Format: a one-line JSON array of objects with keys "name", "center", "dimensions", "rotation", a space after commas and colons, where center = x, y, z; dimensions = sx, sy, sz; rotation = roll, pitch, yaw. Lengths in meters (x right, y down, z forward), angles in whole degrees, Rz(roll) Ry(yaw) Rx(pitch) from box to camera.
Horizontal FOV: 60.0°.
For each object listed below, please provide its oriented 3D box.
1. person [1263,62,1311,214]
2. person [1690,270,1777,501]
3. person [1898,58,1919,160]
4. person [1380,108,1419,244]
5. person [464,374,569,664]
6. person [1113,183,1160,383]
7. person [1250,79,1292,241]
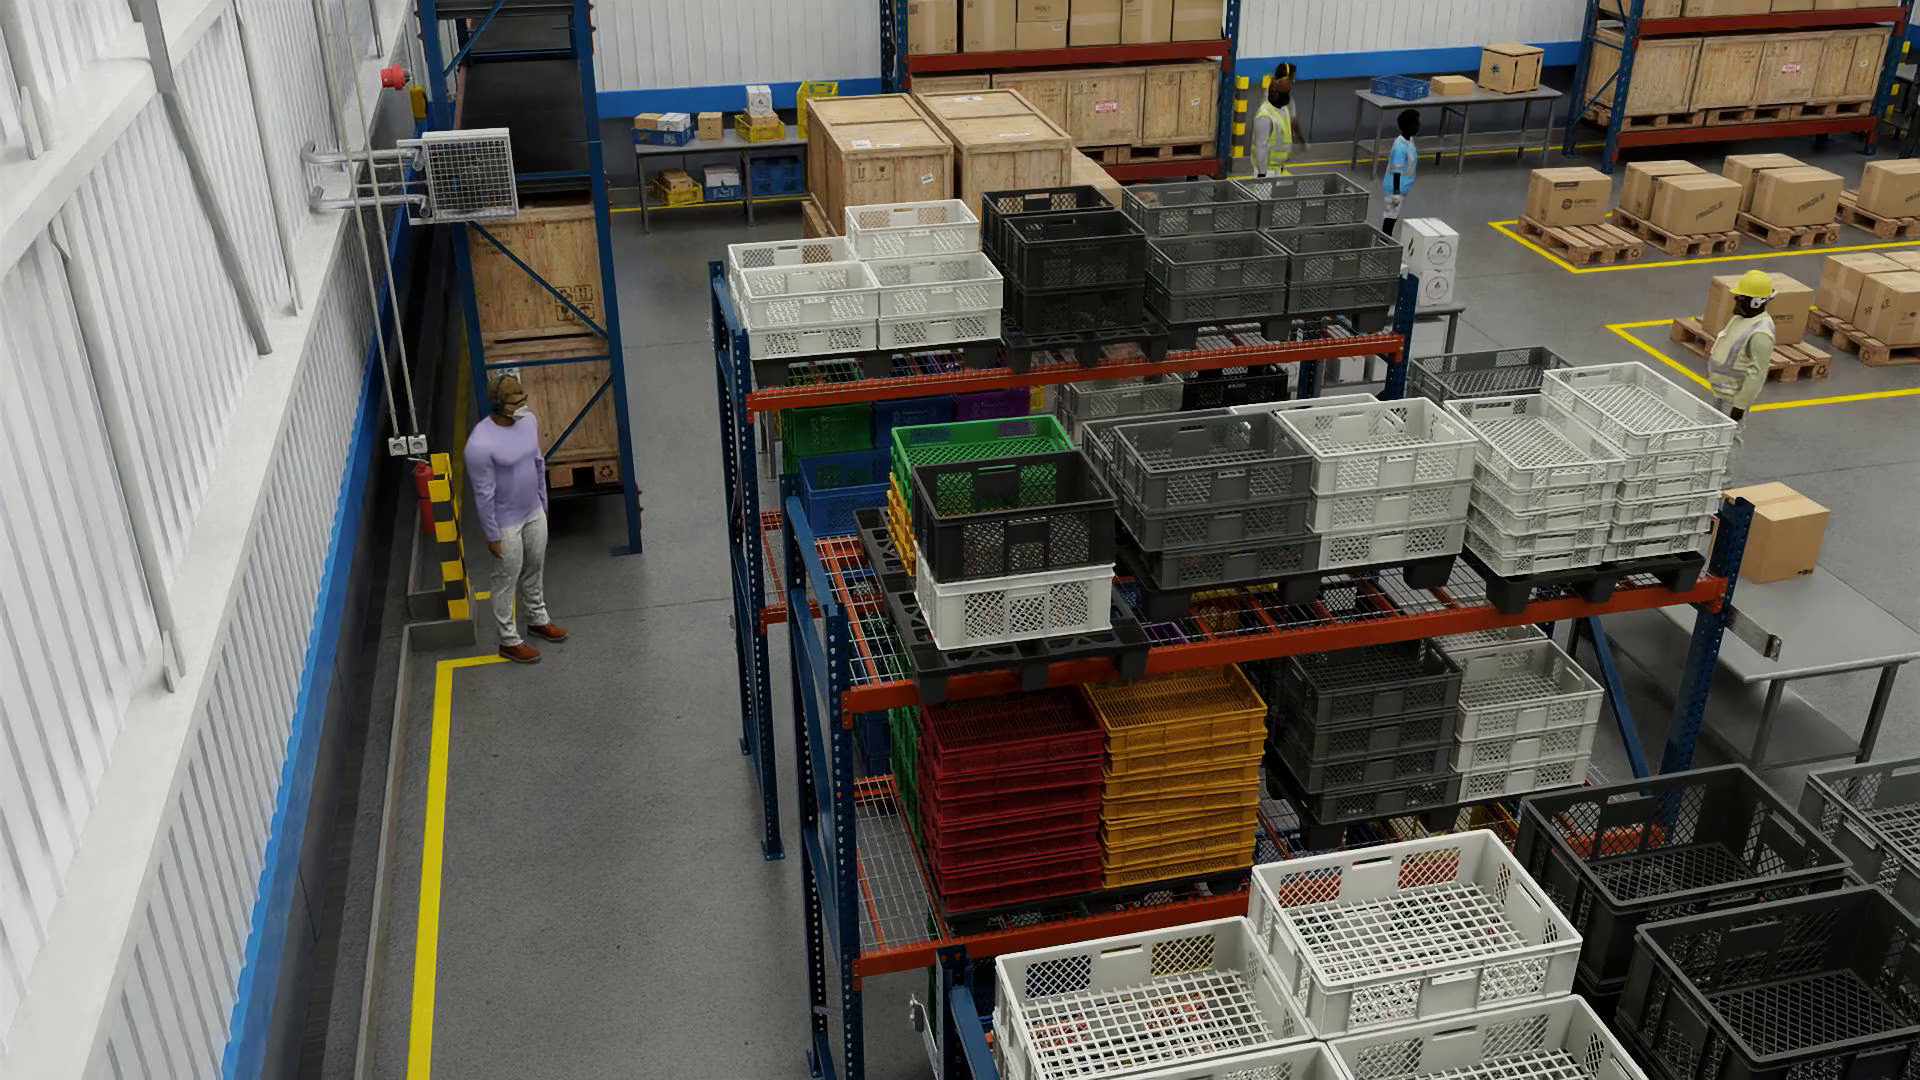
[{"name": "person", "center": [3.651, -4.492, 18.869], "dimensions": [0.562, 1.852, 0.543], "rotation": [-11, 30, -20]}, {"name": "person", "center": [5.816, -1.146, 12.527], "dimensions": [0.404, 1.832, 0.596], "rotation": [4, 28, 7]}, {"name": "person", "center": [11.804, -5.235, 20.195], "dimensions": [0.587, 1.920, 0.392], "rotation": [6, 28, 11]}, {"name": "person", "center": [4.607, -3.682, 17.481], "dimensions": [0.322, 1.697, 0.535], "rotation": [11, 30, 20]}, {"name": "person", "center": [-2.818, -0.150, 10.539], "dimensions": [0.364, 1.932, 0.630], "rotation": [12, 30, 22]}, {"name": "person", "center": [1.468, -2.127, 14.359], "dimensions": [0.540, 1.900, 0.685], "rotation": [2, 28, 3]}, {"name": "person", "center": [3.389, -4.108, 18.155], "dimensions": [0.432, 1.836, 0.618], "rotation": [14, 31, 25]}]
